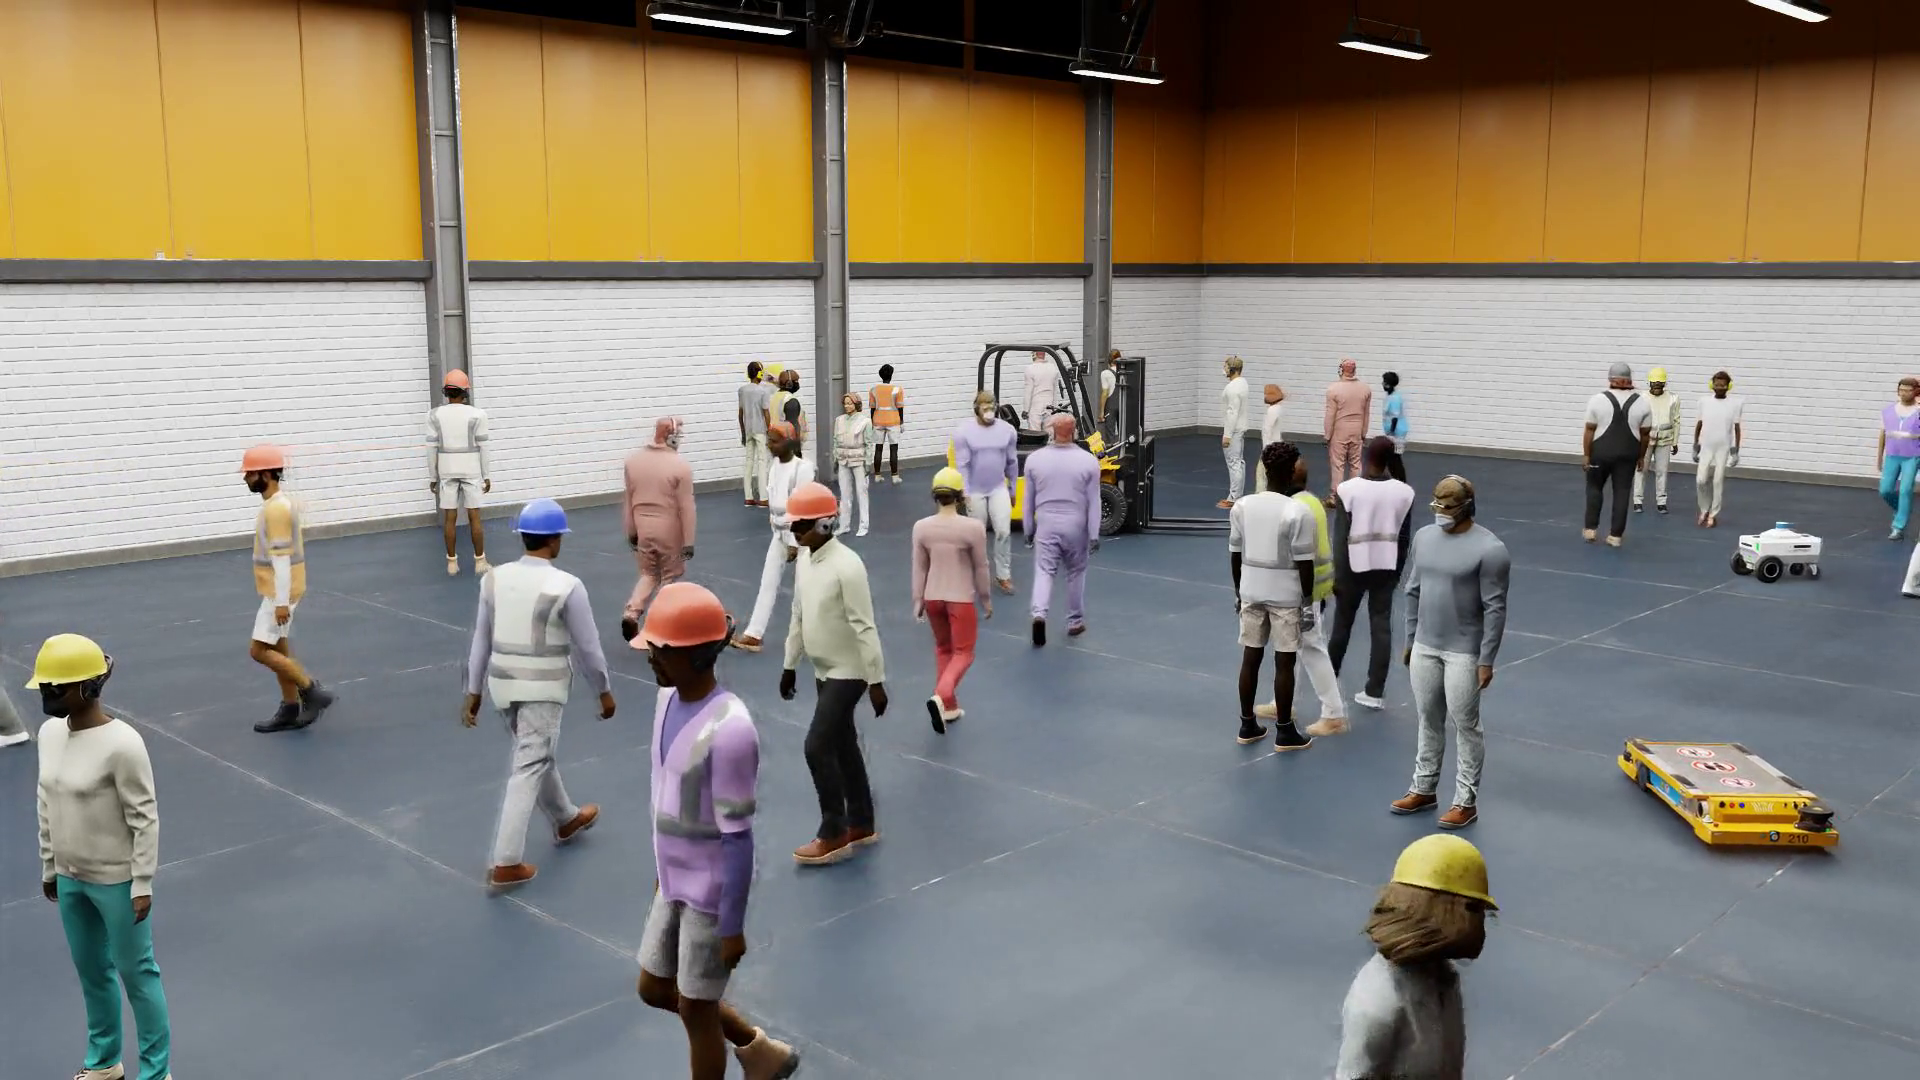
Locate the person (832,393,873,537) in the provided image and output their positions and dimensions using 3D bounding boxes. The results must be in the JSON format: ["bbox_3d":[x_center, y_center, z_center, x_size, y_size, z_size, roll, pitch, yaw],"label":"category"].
[{"bbox_3d":[-1.219,-0.857,18.908,0.511,1.640,0.308,5,11,29],"label":"person"}]

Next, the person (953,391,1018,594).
[{"bbox_3d":[0.254,-0.426,15.427,0.639,1.910,0.644,-2,9,-11],"label":"person"}]

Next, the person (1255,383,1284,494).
[{"bbox_3d":[3.902,-1.153,20.799,0.702,1.610,0.519,2,10,14],"label":"person"}]

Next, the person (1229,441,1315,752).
[{"bbox_3d":[1.983,0.350,10.505,0.609,1.965,0.364,9,13,43],"label":"person"}]

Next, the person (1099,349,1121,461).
[{"bbox_3d":[2.315,-1.942,24.927,0.505,1.846,0.347,-5,10,-26],"label":"person"}]

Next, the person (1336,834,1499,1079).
[{"bbox_3d":[0.993,1.550,3.946,0.337,1.704,0.633,8,12,40],"label":"person"}]

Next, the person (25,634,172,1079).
[{"bbox_3d":[-3.087,1.198,5.927,0.536,1.767,0.326,4,10,24],"label":"person"}]

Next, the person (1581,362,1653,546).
[{"bbox_3d":[7.240,-0.982,18.442,0.717,2.000,0.785,2,9,10],"label":"person"}]

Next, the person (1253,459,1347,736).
[{"bbox_3d":[2.284,0.364,10.970,0.683,1.806,0.647,4,10,23],"label":"person"}]

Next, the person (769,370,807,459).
[{"bbox_3d":[-2.034,-1.103,19.796,0.430,1.845,0.624,-5,10,-26],"label":"person"}]

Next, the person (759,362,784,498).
[{"bbox_3d":[-2.363,-1.456,22.091,0.739,1.804,0.607,-4,10,-25],"label":"person"}]

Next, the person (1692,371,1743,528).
[{"bbox_3d":[8.834,-1.051,19.446,0.539,1.846,0.470,6,11,33],"label":"person"}]

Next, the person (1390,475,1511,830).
[{"bbox_3d":[2.672,0.600,9.076,0.373,1.935,0.627,-7,11,-35],"label":"person"}]

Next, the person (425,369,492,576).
[{"bbox_3d":[-4.957,-0.663,16.481,0.608,2.045,0.391,-1,9,-5],"label":"person"}]

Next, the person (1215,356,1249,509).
[{"bbox_3d":[3.458,-1.358,21.064,0.372,1.940,0.632,3,10,20],"label":"person"}]

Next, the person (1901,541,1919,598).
[{"bbox_3d":[9.114,-0.376,15.288,0.989,1.868,0.611,-4,10,-21],"label":"person"}]

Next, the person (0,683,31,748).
[{"bbox_3d":[-6.352,0.408,10.467,0.934,1.877,0.585,-1,9,-4],"label":"person"}]

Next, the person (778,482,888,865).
[{"bbox_3d":[-0.687,0.680,8.494,0.705,1.962,0.698,-5,11,-29],"label":"person"}]

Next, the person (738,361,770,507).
[{"bbox_3d":[-2.586,-1.346,21.210,0.509,1.868,0.328,6,11,31],"label":"person"}]

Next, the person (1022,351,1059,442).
[{"bbox_3d":[1.189,-2.016,25.189,0.643,1.912,0.410,-7,12,-38],"label":"person"}]

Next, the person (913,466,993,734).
[{"bbox_3d":[-0.093,0.397,10.879,0.518,1.747,0.699,4,10,25],"label":"person"}]

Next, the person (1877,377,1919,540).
[{"bbox_3d":[10.634,-0.921,18.716,0.530,1.830,0.578,-8,12,-39],"label":"person"}]

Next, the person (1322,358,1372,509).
[{"bbox_3d":[4.871,-1.343,21.068,0.643,1.909,0.410,-4,10,-21],"label":"person"}]

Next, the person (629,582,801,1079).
[{"bbox_3d":[-0.834,1.129,5.523,0.552,2.032,0.625,-5,11,-30],"label":"person"}]

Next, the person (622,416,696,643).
[{"bbox_3d":[-2.374,-0.043,13.167,0.660,1.880,0.521,4,10,24],"label":"person"}]

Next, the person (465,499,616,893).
[{"bbox_3d":[-2.110,0.740,8.372,0.651,1.885,1.012,5,10,27],"label":"person"}]

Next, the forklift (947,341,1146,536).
[{"bbox_3d":[0.977,-1.223,19.452,2.313,2.155,1.214,2,9,11],"label":"forklift"}]

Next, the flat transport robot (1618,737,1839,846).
[{"bbox_3d":[4.267,1.386,9.330,0.652,0.197,1.431,1,9,3],"label":"flat transport robot"}]

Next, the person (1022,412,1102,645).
[{"bbox_3d":[0.825,-0.097,13.519,0.661,1.882,0.854,2,10,13],"label":"person"}]

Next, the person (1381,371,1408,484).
[{"bbox_3d":[5.849,-1.442,22.376,0.456,1.662,0.550,0,9,-1],"label":"person"}]

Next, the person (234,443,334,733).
[{"bbox_3d":[-4.439,0.324,10.805,0.426,1.918,0.564,-4,10,-23],"label":"person"}]

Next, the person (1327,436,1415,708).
[{"bbox_3d":[2.867,0.195,11.776,0.605,1.856,1.001,-1,9,-8],"label":"person"}]

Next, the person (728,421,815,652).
[{"bbox_3d":[-1.373,-0.016,13.149,0.960,1.835,0.590,-8,12,-41],"label":"person"}]

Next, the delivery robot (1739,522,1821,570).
[{"bbox_3d":[8.020,0.069,16.261,0.707,0.478,0.477,-1,9,-7],"label":"delivery robot"}]

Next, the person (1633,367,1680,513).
[{"bbox_3d":[8.631,-1.236,20.682,0.592,1.825,0.403,2,9,12],"label":"person"}]

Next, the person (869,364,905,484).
[{"bbox_3d":[-1.035,-1.634,23.521,0.531,1.694,0.320,3,10,19],"label":"person"}]
